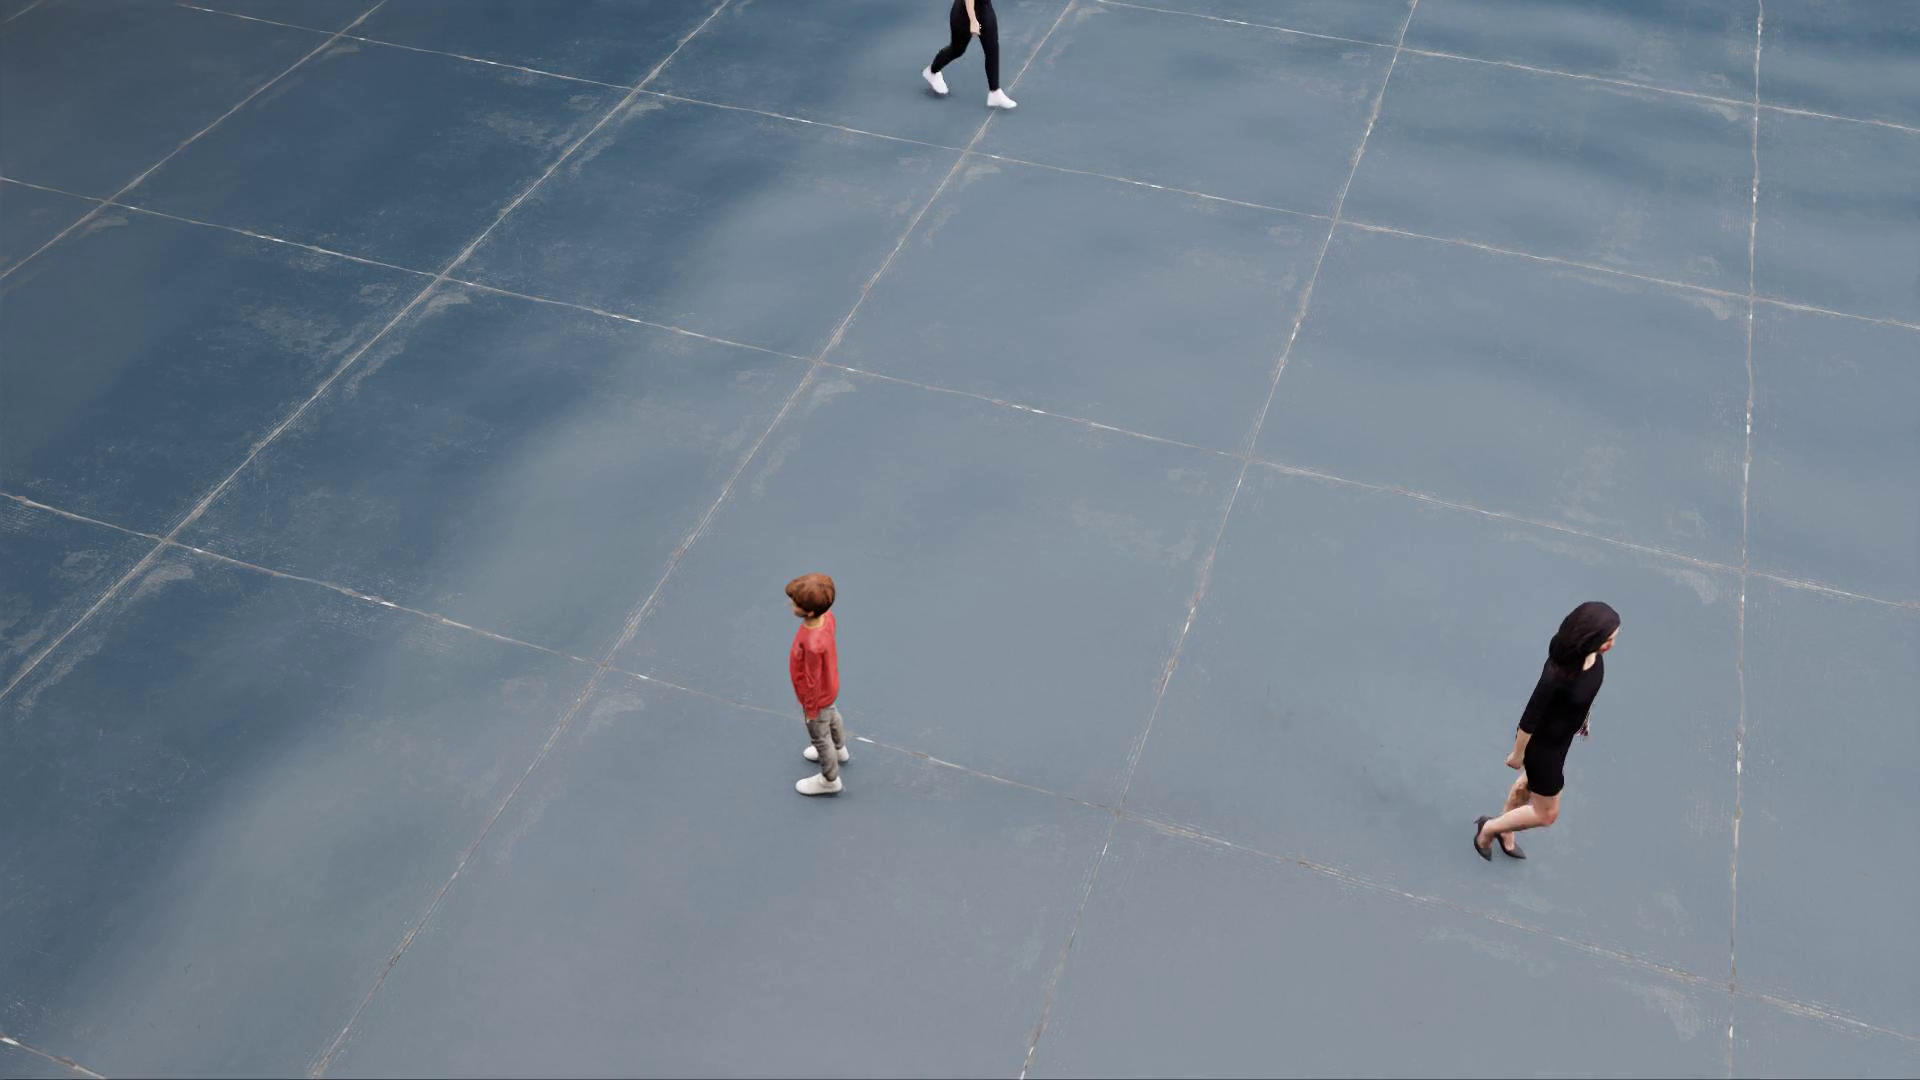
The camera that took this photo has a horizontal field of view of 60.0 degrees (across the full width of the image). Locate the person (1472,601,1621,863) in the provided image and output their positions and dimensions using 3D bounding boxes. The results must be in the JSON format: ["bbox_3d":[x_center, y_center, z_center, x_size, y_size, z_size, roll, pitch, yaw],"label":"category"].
[{"bbox_3d":[2.681,0.893,7.801,0.725,1.793,0.697,32,52,30],"label":"person"}]

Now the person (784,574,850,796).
[{"bbox_3d":[-0.694,0.710,8.274,0.550,1.416,0.565,3,43,3],"label":"person"}]

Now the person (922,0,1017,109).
[{"bbox_3d":[0.032,-4.281,13.480,1.137,1.606,0.742,23,48,22],"label":"person"}]
